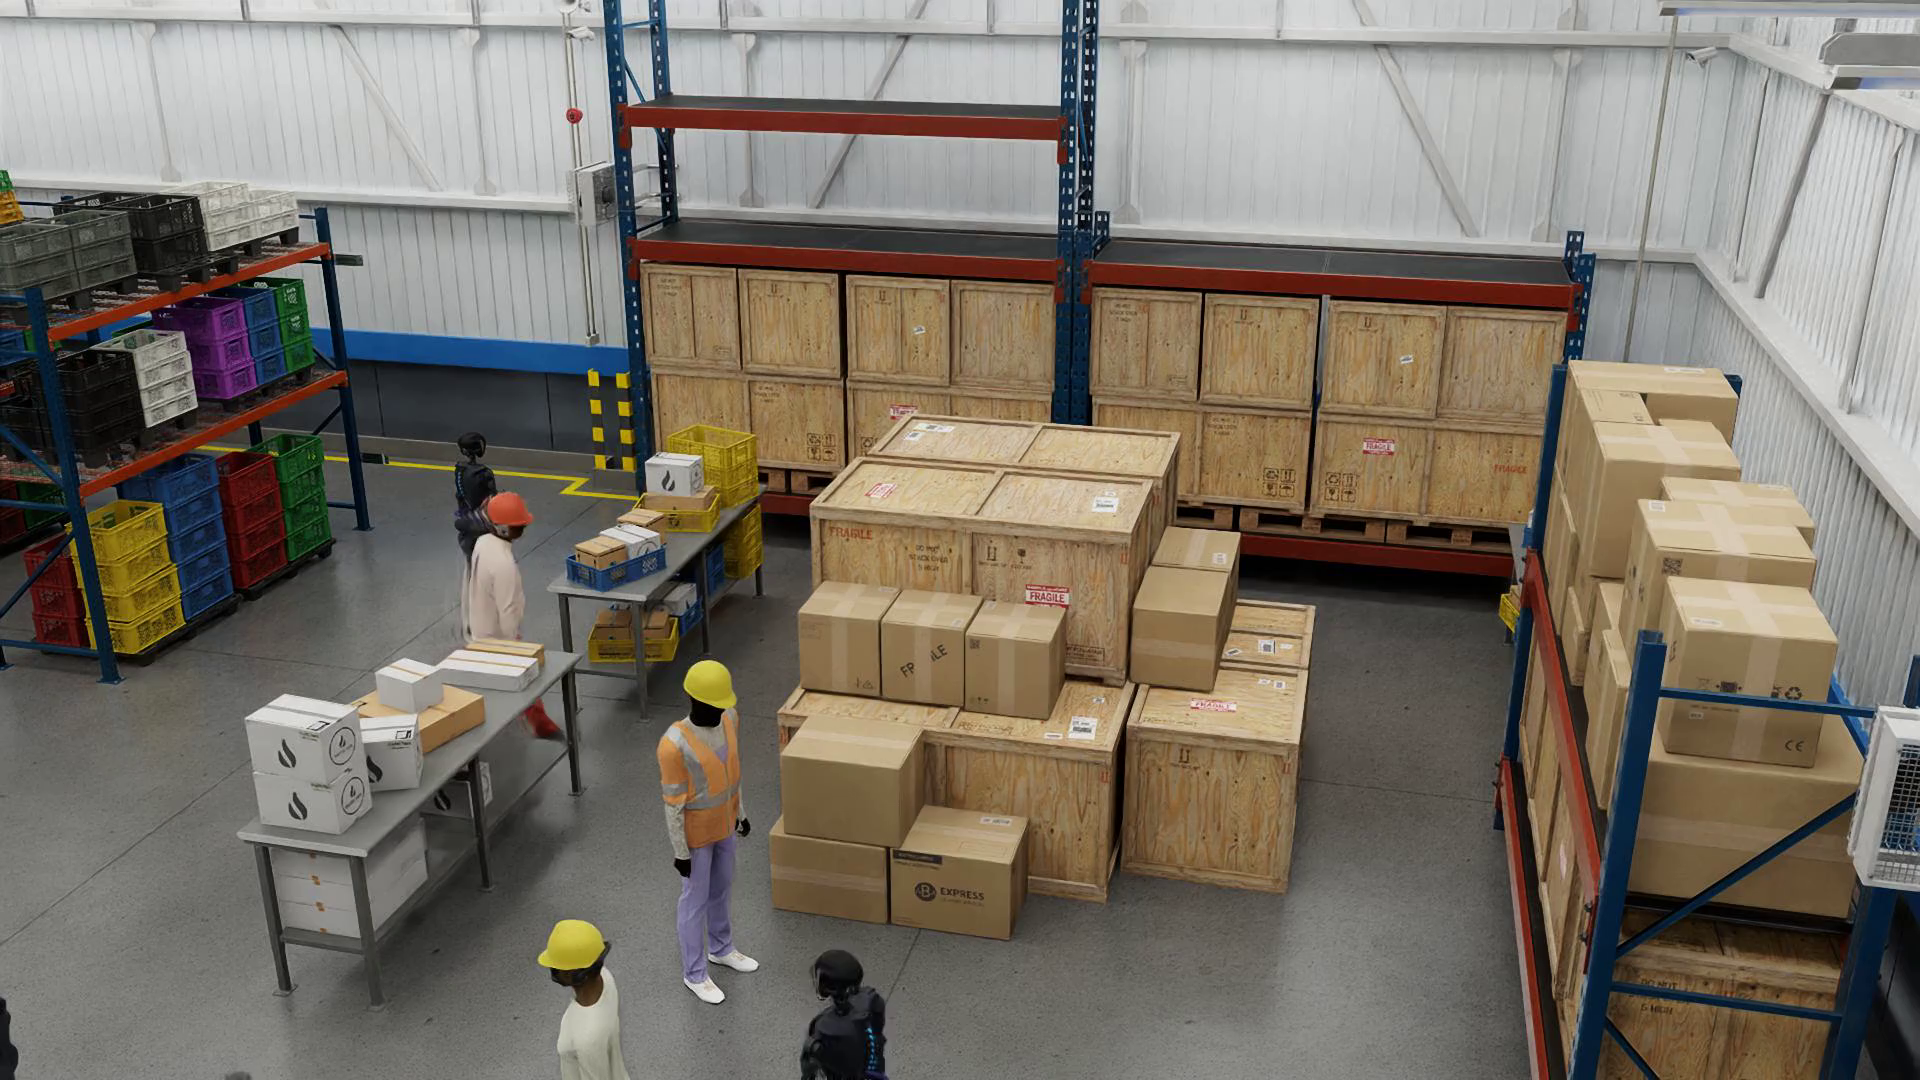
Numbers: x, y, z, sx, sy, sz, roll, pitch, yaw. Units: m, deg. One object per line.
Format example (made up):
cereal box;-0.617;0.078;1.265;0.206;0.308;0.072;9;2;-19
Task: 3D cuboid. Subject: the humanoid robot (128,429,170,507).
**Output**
humanoid robot;-7.515;-0.814;15.220;0.588;1.642;0.551;15;25;34

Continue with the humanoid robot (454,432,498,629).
humanoid robot;-3.800;-0.066;13.226;0.589;1.657;0.327;16;26;35

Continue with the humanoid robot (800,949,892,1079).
humanoid robot;-0.457;2.401;6.785;0.325;1.654;0.594;13;24;30

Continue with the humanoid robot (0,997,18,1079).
humanoid robot;-4.366;2.212;7.263;0.587;1.660;0.326;5;22;13

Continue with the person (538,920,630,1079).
person;-1.512;2.332;6.846;0.320;1.767;0.532;-3;21;-7

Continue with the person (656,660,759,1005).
person;-1.316;1.511;8.785;0.373;1.918;0.584;11;24;27

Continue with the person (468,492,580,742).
person;-3.153;0.605;11.153;0.984;1.930;0.676;-7;22;-19

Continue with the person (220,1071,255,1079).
person;-2.370;2.654;5.625;0.691;2.000;1.017;5;21;13
